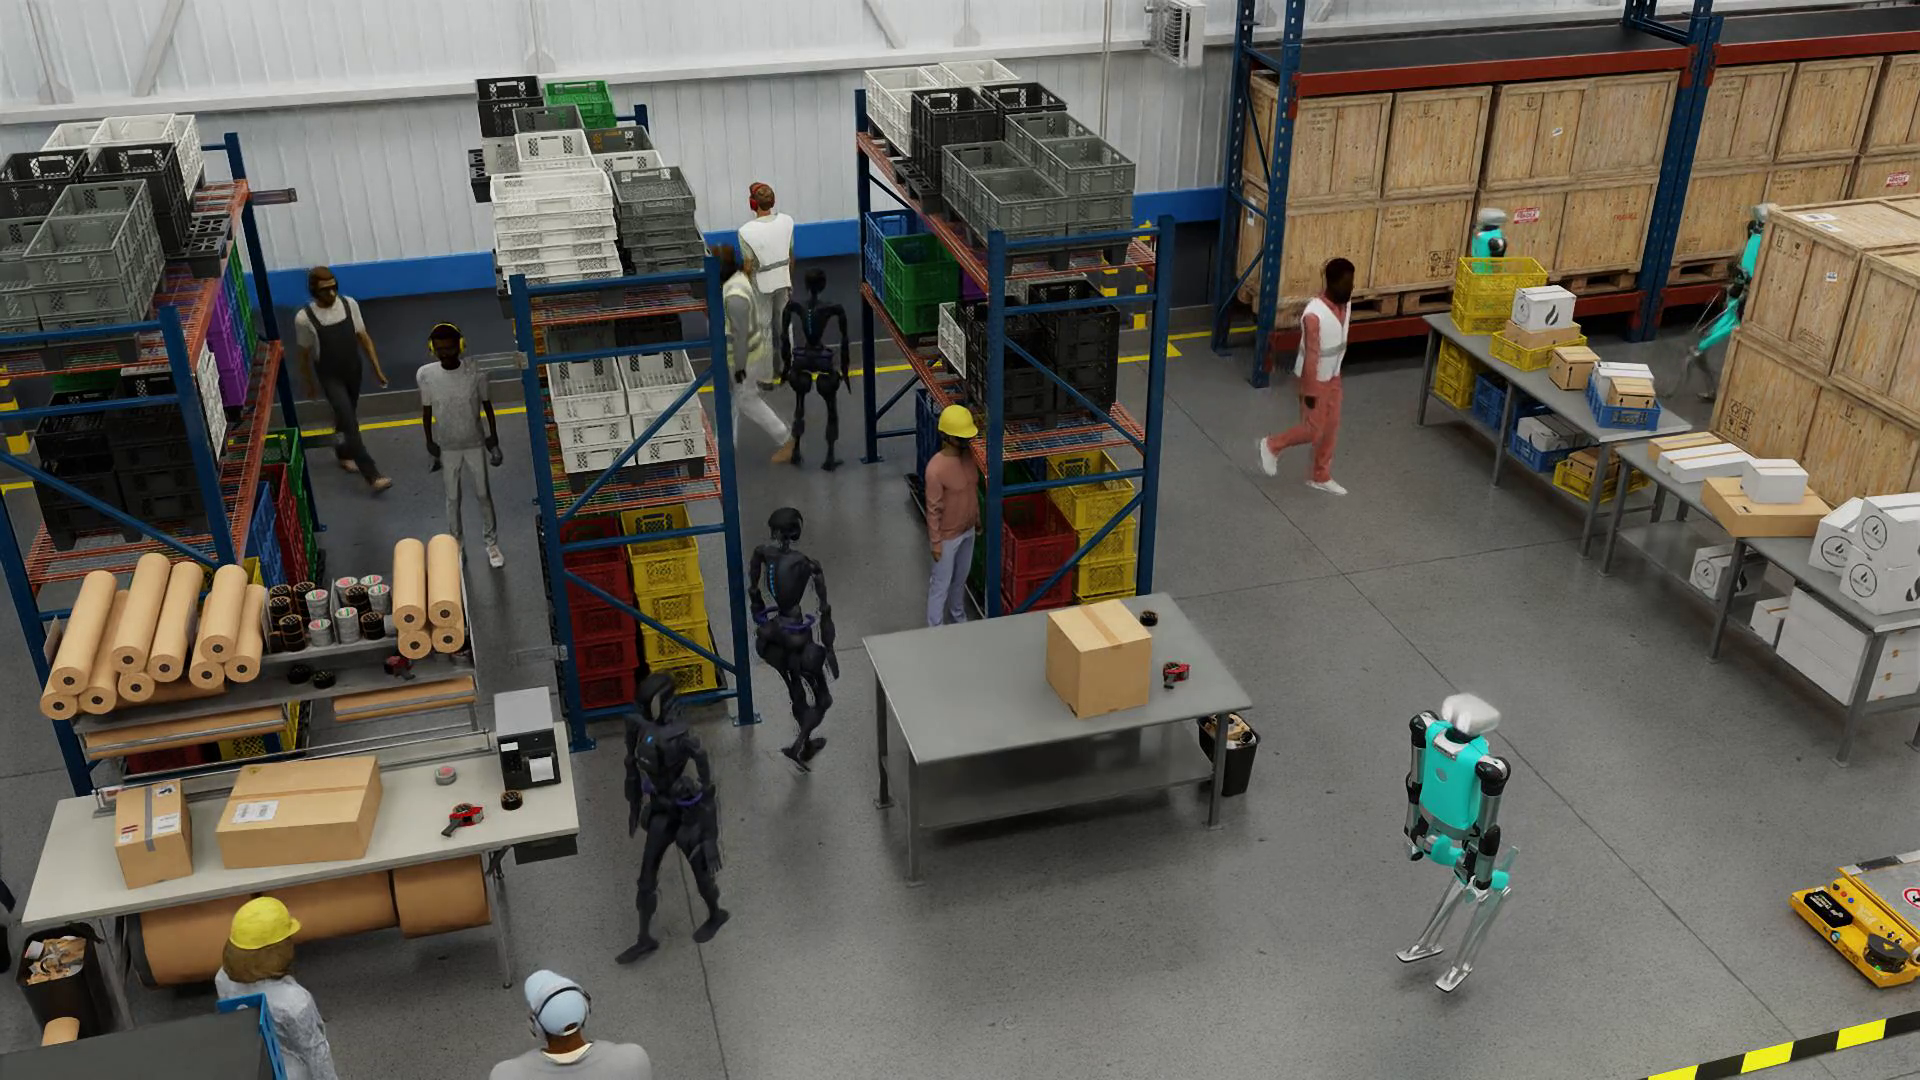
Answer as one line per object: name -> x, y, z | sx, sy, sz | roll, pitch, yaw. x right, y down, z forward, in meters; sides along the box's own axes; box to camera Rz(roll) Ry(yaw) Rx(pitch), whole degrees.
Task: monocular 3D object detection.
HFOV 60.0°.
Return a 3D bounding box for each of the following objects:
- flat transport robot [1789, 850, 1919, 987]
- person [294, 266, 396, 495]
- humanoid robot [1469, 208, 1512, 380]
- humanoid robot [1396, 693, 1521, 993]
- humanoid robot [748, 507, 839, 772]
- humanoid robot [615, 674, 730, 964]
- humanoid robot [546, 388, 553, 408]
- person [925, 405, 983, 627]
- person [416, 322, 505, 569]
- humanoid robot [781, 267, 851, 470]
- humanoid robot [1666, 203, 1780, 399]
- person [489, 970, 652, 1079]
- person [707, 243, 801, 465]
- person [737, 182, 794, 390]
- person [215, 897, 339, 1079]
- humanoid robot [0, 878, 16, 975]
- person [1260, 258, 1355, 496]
flat transport robot -> 5.163, 1.916, 8.676 | 1.431, 0.231, 0.659 | -8, 30, -14
person -> -4.731, -1.239, 12.830 | 0.996, 1.790, 0.516 | 22, 36, 34
humanoid robot -> 4.646, -1.978, 14.230 | 0.729, 1.753, 0.542 | -4, 29, -6
humanoid robot -> 2.470, 1.394, 7.957 | 0.735, 1.681, 0.533 | -17, 33, -28
humanoid robot -> -0.998, 0.596, 9.626 | 0.601, 1.645, 0.454 | 16, 33, 27
humanoid robot -> -1.426, 1.390, 8.188 | 0.597, 1.636, 0.643 | 17, 33, 28
humanoid robot -> -3.173, -1.587, 13.458 | 0.662, 1.737, 0.536 | 8, 30, 14
person -> -0.024, -0.059, 10.713 | 0.308, 1.768, 0.532 | 18, 34, 29
person -> -3.489, -0.650, 11.681 | 0.517, 1.873, 0.333 | -7, 30, -12
humanoid robot -> -1.156, -1.340, 13.157 | 0.598, 1.655, 0.377 | 5, 29, 9
humanoid robot -> 6.504, -1.944, 14.276 | 0.786, 1.895, 0.549 | 0, 29, -1
person -> -1.401, 2.349, 6.243 | 0.590, 1.852, 0.364 | -6, 29, -12
person -> -1.716, -1.497, 13.307 | 0.750, 1.820, 0.651 | -8, 30, -14
person -> -1.671, -2.207, 14.539 | 0.564, 1.846, 0.390 | -25, 37, -38
person -> -2.679, 2.155, 6.716 | 0.484, 1.734, 0.308 | 14, 32, 23
humanoid robot -> -4.836, 1.568, 7.849 | 0.594, 1.633, 0.541 | -13, 31, -22
person -> 2.735, -1.264, 12.762 | 0.634, 1.901, 0.600 | 23, 36, 35
